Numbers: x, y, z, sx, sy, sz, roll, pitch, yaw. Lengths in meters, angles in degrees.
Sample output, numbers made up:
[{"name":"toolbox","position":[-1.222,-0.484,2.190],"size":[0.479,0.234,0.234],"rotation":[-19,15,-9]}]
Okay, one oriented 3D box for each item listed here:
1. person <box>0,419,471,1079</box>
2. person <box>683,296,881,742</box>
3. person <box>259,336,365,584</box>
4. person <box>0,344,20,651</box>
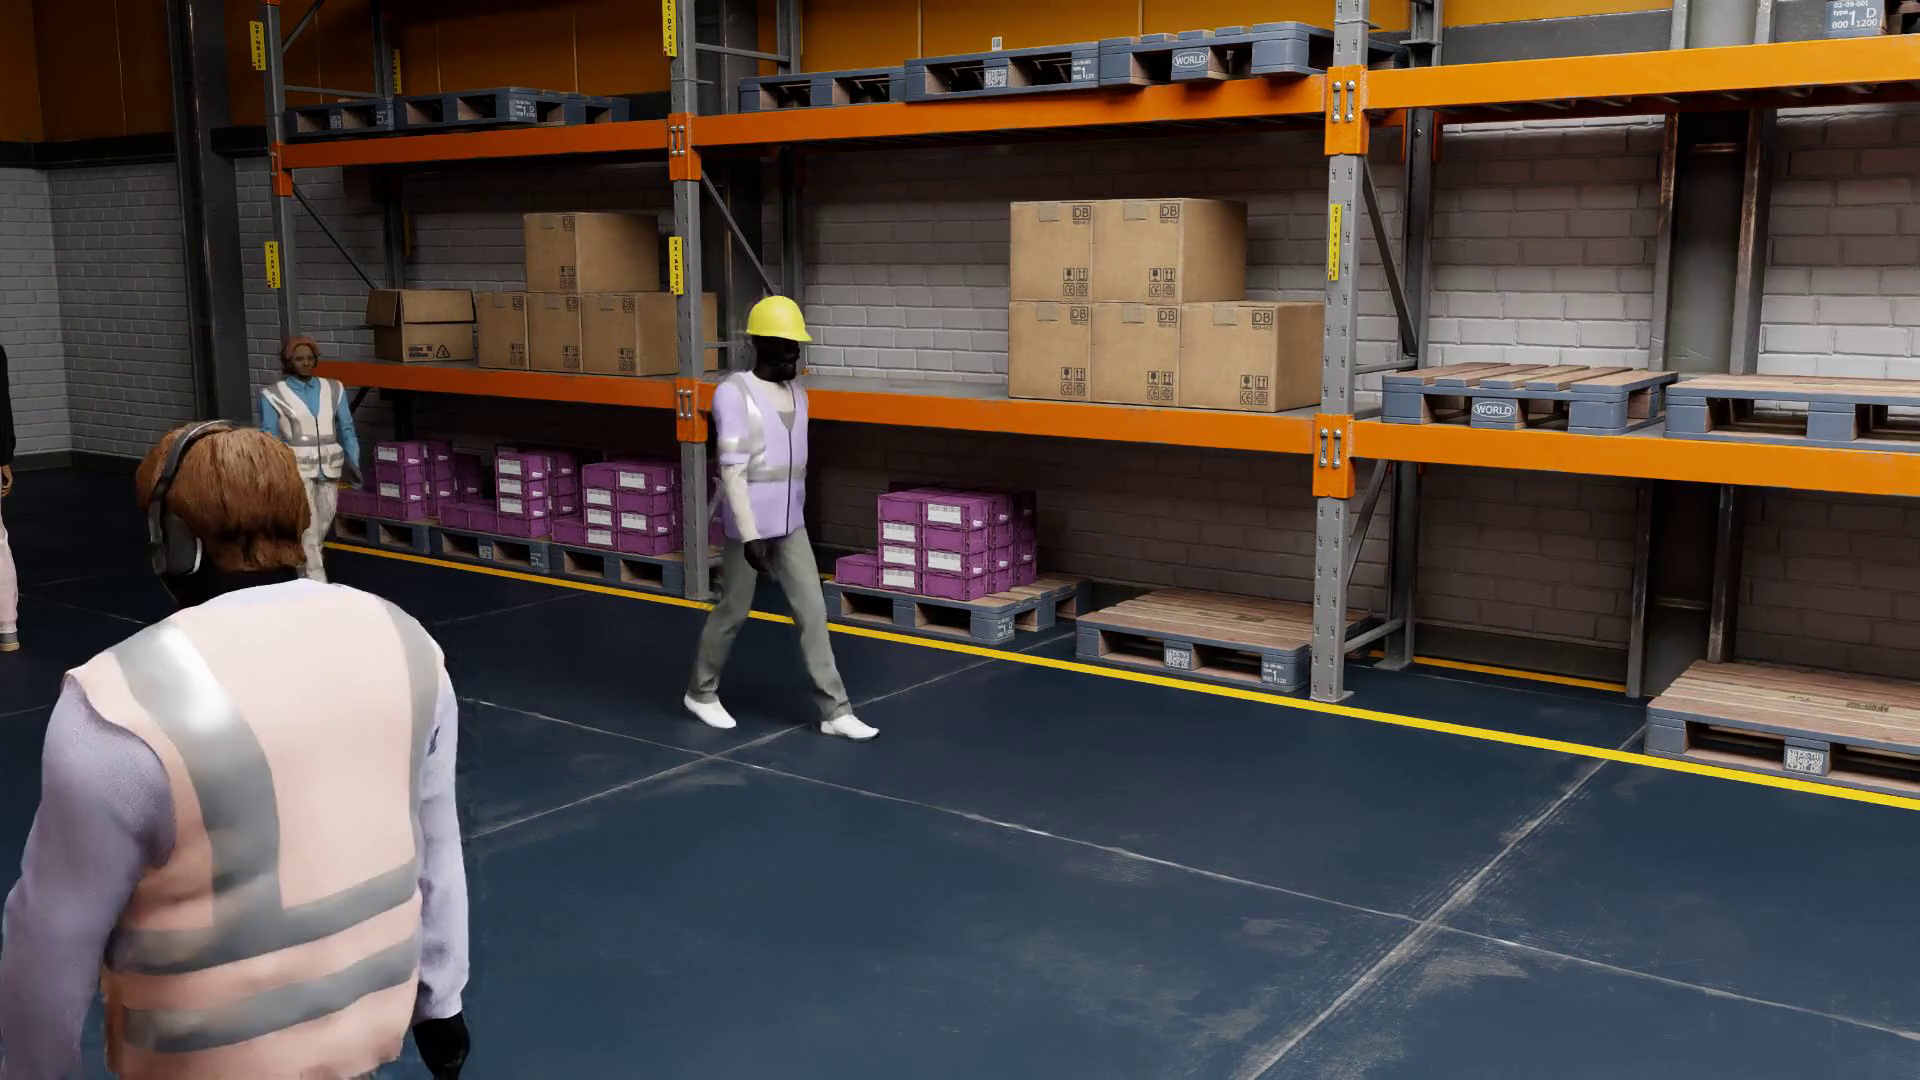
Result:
[{"name":"person","position":[-1.101,0.721,2.480],"size":[0.932,1.791,0.623],"rotation":[4,10,22]},{"name":"person","position":[-0.810,-0.088,7.053],"size":[0.954,1.884,0.596],"rotation":[7,12,37]},{"name":"person","position":[-3.788,-0.389,9.660],"size":[0.826,1.602,0.513],"rotation":[9,13,42]},{"name":"person","position":[-5.109,-0.381,8.442],"size":[0.378,1.995,0.608],"rotation":[6,11,30]}]
